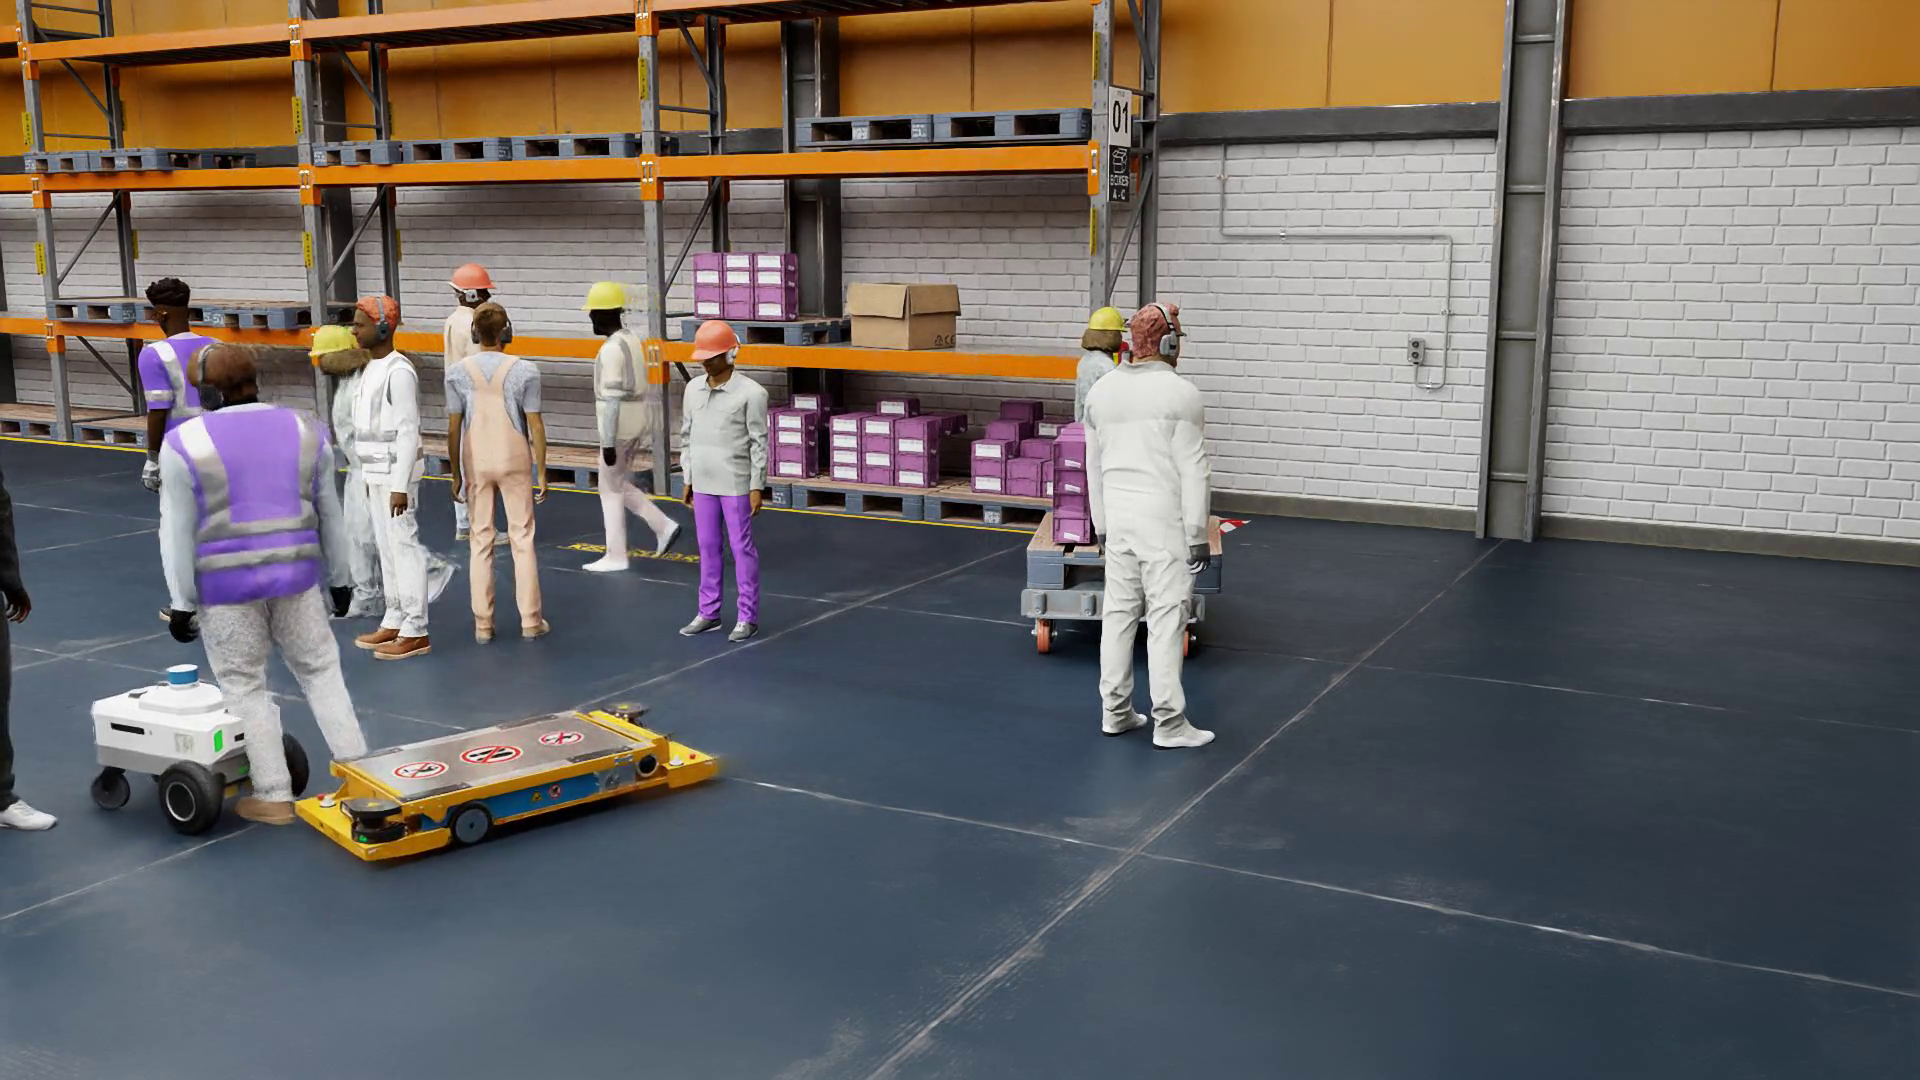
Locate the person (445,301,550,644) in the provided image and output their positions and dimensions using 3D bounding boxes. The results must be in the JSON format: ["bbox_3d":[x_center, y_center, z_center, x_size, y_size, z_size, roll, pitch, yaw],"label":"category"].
[{"bbox_3d":[-2.487,-0.356,8.966,0.516,1.842,0.325,-1,10,-7],"label":"person"}]

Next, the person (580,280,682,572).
[{"bbox_3d":[-2.182,-0.731,10.842,0.541,1.907,0.604,0,10,2],"label":"person"}]

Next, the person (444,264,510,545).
[{"bbox_3d":[-3.456,-0.961,11.867,0.386,1.992,0.624,-7,13,-34],"label":"person"}]

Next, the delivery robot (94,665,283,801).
[{"bbox_3d":[-2.946,0.720,6.344,0.707,0.478,0.477,5,11,25],"label":"delivery robot"}]

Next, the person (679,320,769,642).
[{"bbox_3d":[-1.302,-0.320,9.039,0.561,1.742,0.337,6,12,29],"label":"person"}]

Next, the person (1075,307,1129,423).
[{"bbox_3d":[0.909,-0.621,10.698,0.323,1.741,0.491,-4,11,-20],"label":"person"}]

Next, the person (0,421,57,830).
[{"bbox_3d":[-3.612,0.170,5.913,0.405,1.907,0.605,3,11,15],"label":"person"}]

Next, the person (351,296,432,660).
[{"bbox_3d":[-2.983,-0.322,8.676,0.356,1.883,0.573,-7,13,-34],"label":"person"}]

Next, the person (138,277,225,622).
[{"bbox_3d":[-4.411,-0.513,9.508,0.379,1.959,0.604,4,11,23],"label":"person"}]

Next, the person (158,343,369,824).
[{"bbox_3d":[-2.606,0.172,6.204,0.689,1.812,0.485,-10,14,-43],"label":"person"}]

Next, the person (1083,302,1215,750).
[{"bbox_3d":[0.836,-0.059,7.160,0.407,1.910,0.639,-9,14,-42],"label":"person"}]

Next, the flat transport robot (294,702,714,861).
[{"bbox_3d":[-1.729,0.897,6.408,1.431,0.197,0.652,-9,14,-41],"label":"flat transport robot"}]

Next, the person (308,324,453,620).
[{"bbox_3d":[-3.332,-0.383,9.506,0.643,1.711,0.494,-5,12,-26],"label":"person"}]
